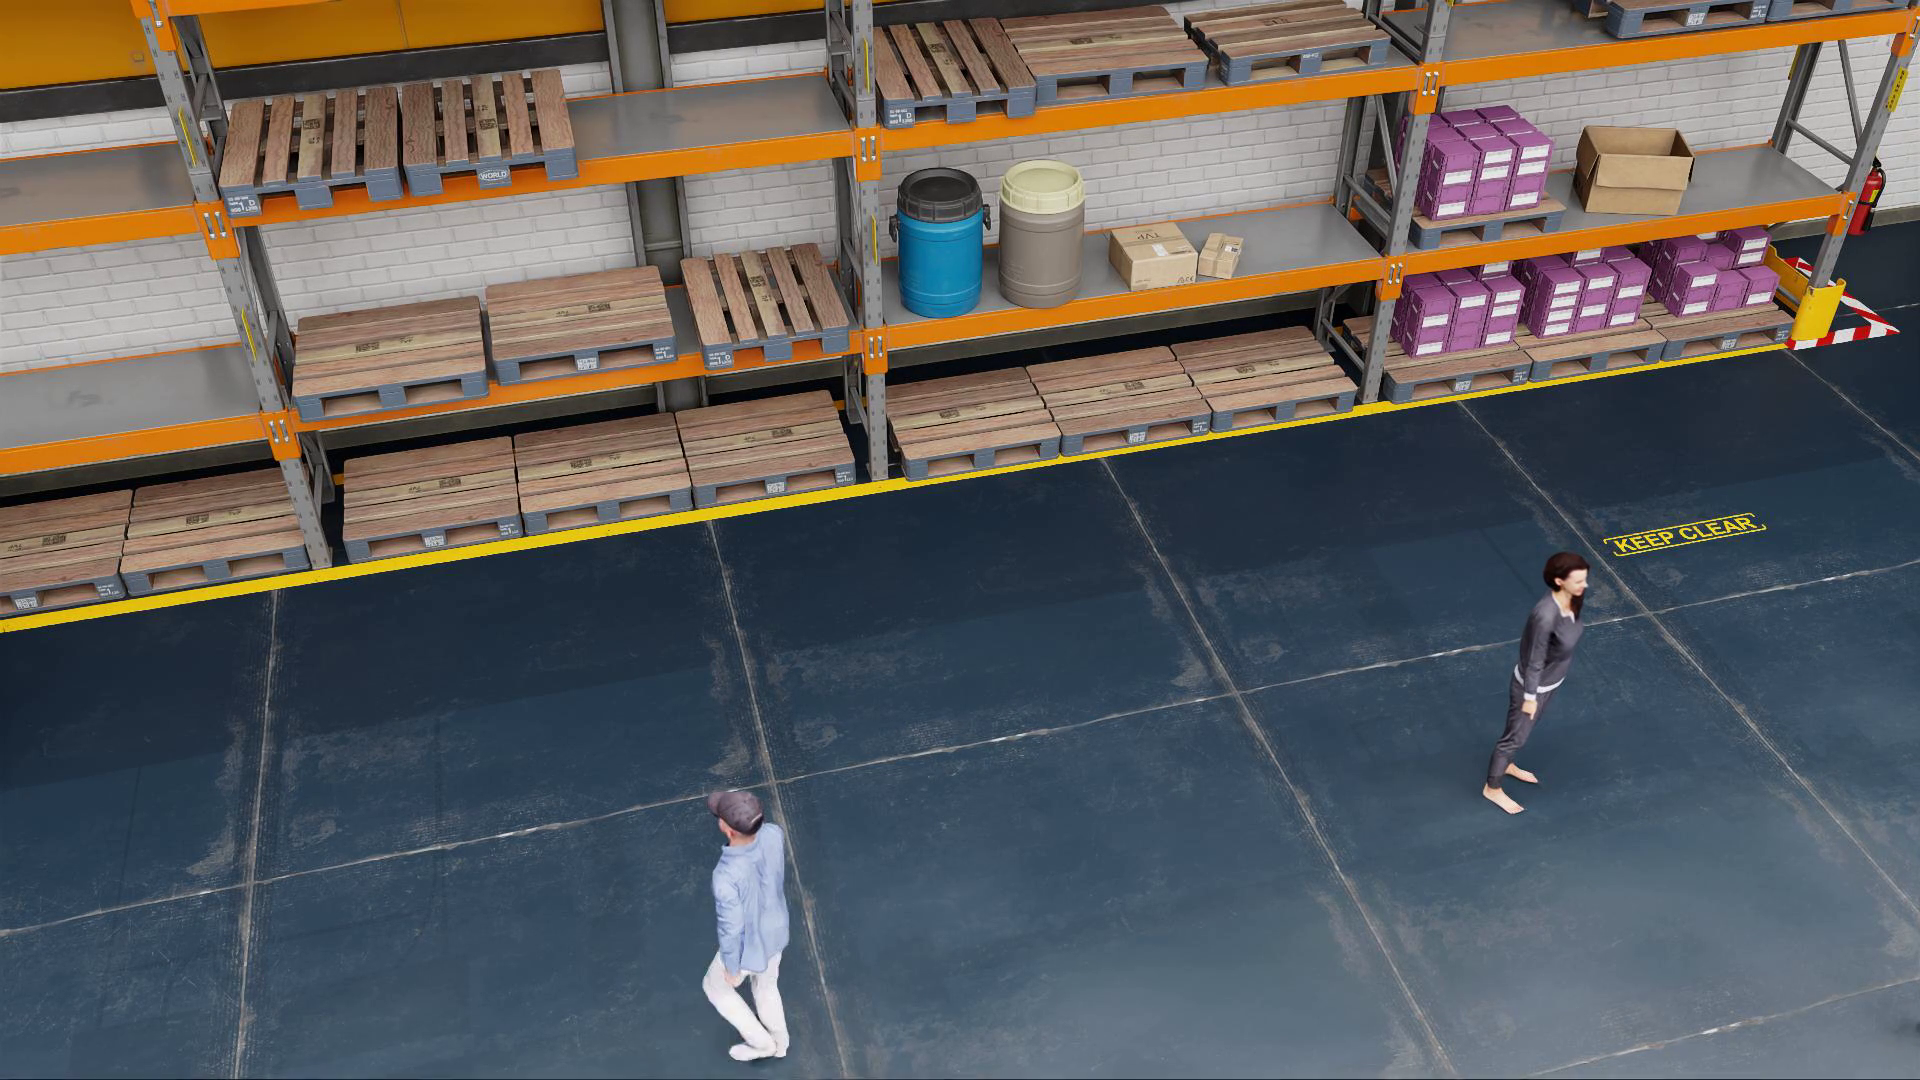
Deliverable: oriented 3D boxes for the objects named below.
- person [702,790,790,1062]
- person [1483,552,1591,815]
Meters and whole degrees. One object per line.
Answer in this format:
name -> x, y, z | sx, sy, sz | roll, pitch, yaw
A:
person -> -0.942, 1.924, 7.962 | 0.845, 1.879, 0.776 | 22, 44, 25
person -> 3.285, 0.784, 9.479 | 0.744, 1.767, 0.668 | 23, 44, 26
